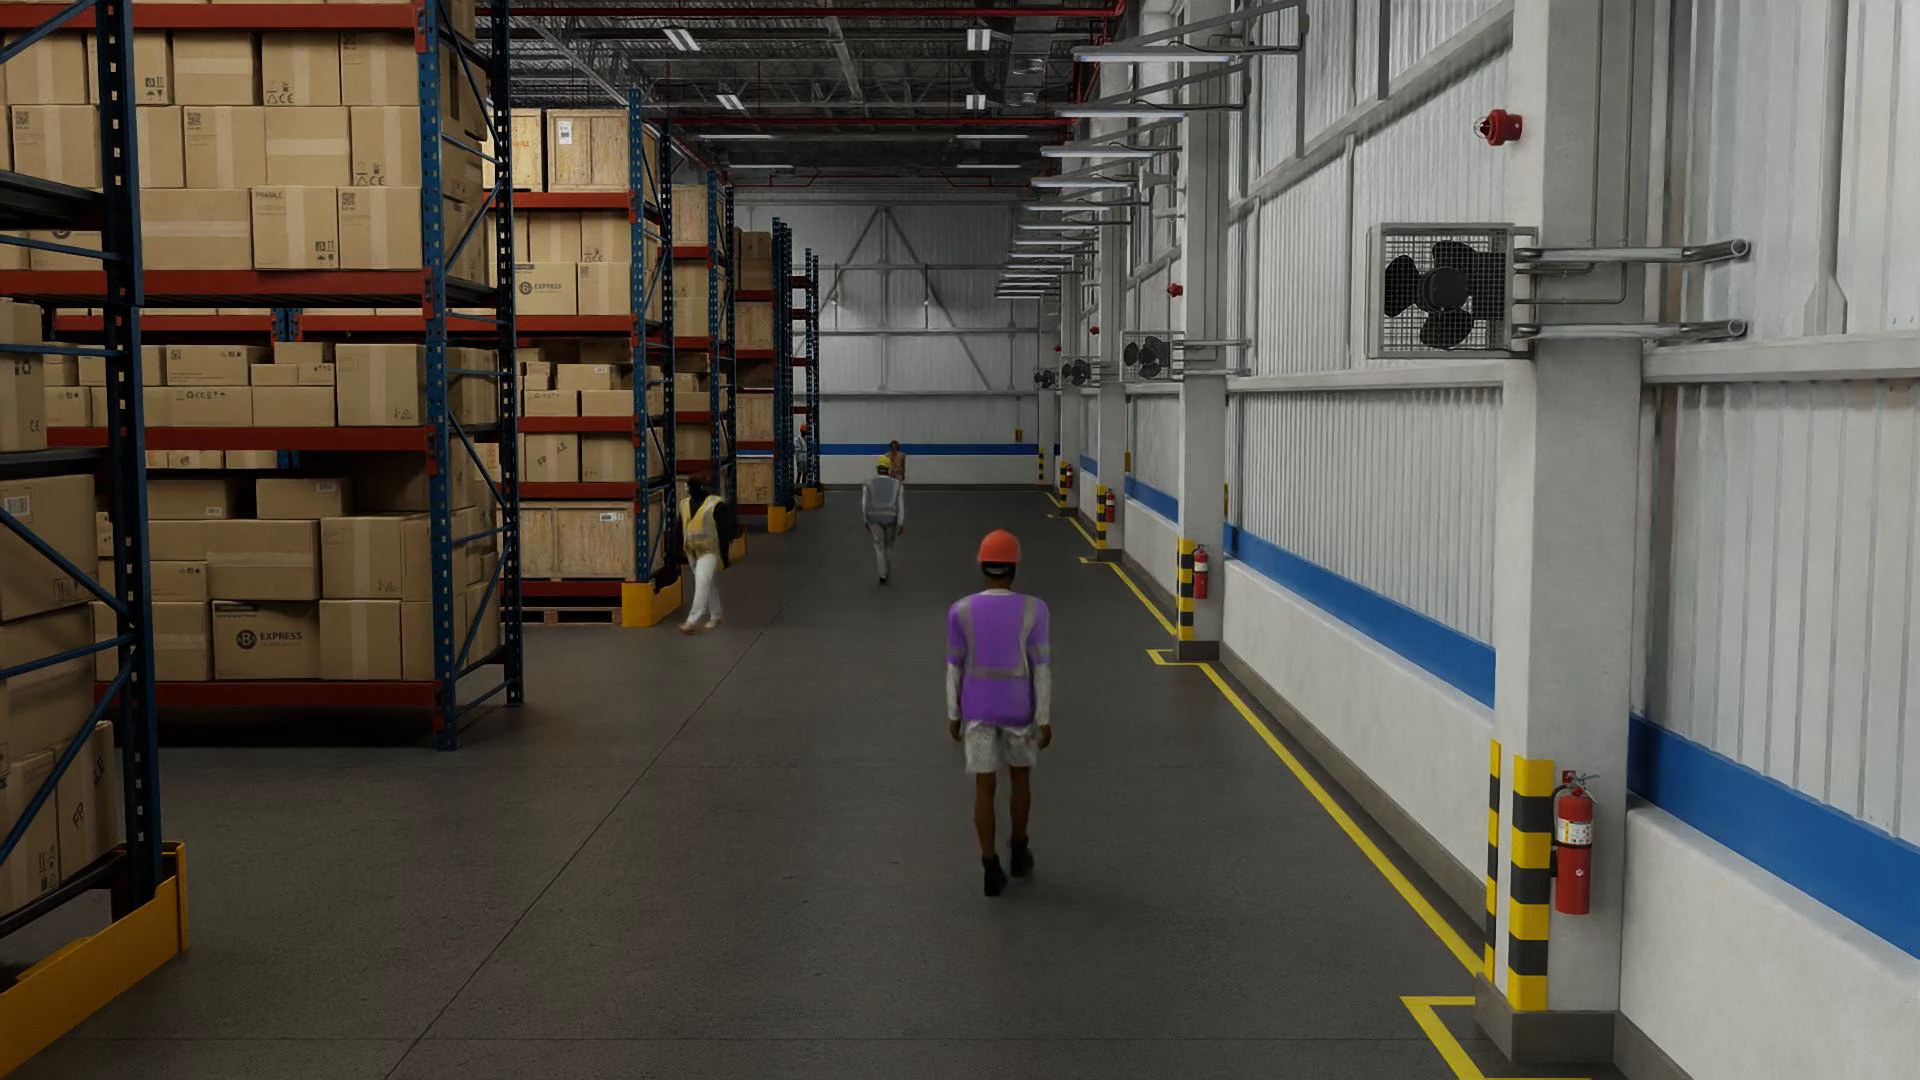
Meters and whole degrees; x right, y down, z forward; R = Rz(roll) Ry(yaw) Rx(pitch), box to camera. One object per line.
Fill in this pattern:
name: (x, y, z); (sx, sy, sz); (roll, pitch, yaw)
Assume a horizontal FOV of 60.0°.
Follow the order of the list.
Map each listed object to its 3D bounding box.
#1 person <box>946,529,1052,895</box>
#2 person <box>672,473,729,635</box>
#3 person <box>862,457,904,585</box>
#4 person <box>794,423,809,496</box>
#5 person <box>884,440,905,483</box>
person: (0.220, 0.898, 8.997); (0.571, 1.913, 0.780); (0, 5, 5)
person: (-2.903, 0.145, 18.544); (0.647, 1.787, 0.975); (3, 6, 32)
person: (-1.094, -0.277, 23.428); (0.588, 1.777, 0.912); (-1, 5, -8)
person: (-4.165, -2.136, 44.238); (0.356, 1.938, 0.544); (3, 6, 35)
person: (-1.526, -1.518, 38.855); (0.516, 1.626, 0.362); (1, 5, 6)
